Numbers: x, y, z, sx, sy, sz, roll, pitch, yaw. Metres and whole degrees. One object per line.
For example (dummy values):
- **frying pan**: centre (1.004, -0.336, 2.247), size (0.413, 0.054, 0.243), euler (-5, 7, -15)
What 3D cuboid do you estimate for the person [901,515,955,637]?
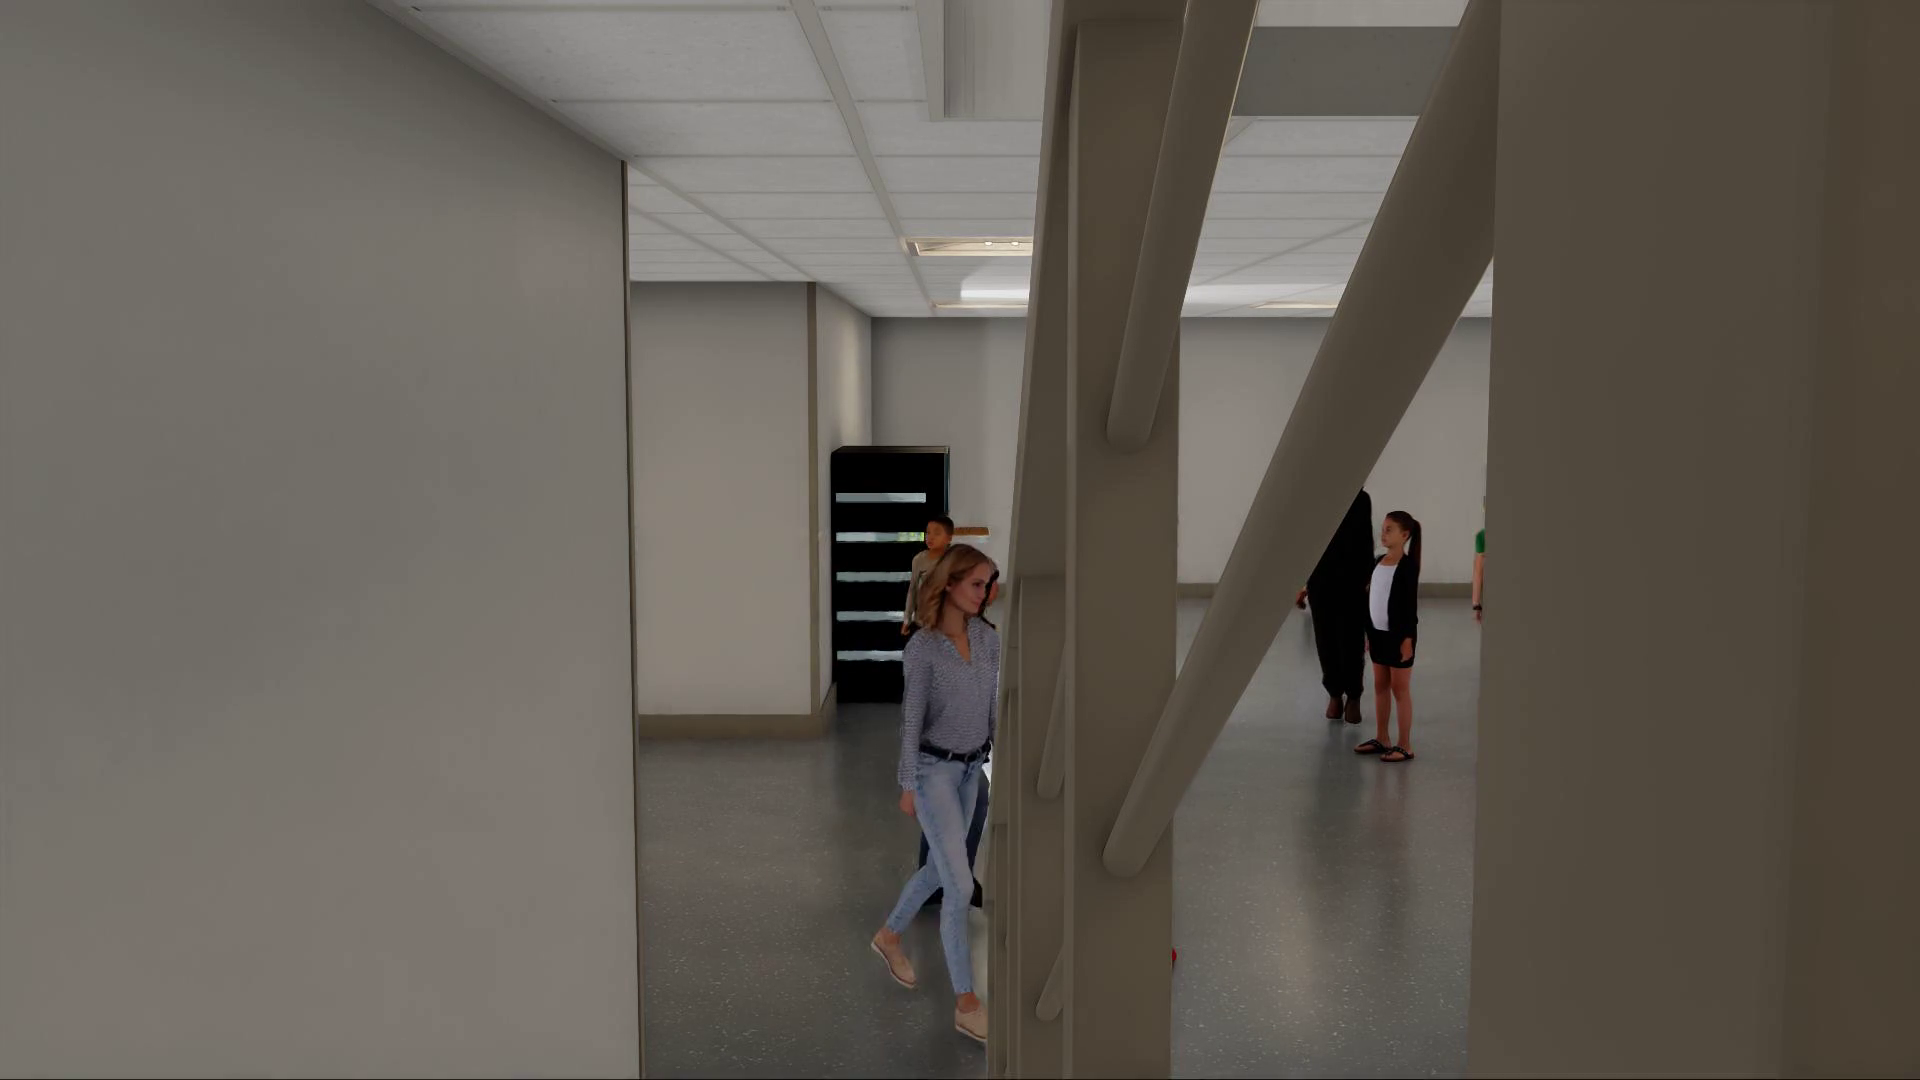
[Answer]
- **person**: centre (-0.131, 0.564, 11.181), size (0.902, 1.446, 1.025), euler (4, 7, 38)

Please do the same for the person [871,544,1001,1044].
- **person**: centre (-0.089, 0.906, 6.216), size (1.079, 1.758, 1.134), euler (-5, 8, -42)

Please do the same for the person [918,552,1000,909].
- **person**: centre (-0.098, 0.859, 7.413), size (0.698, 1.612, 0.578), euler (0, 6, 4)

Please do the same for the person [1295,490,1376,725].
- **person**: centre (2.604, 0.310, 11.530), size (0.826, 1.881, 0.903), euler (2, 6, 16)

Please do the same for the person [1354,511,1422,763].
- **person**: centre (2.718, 0.586, 10.414), size (0.687, 1.555, 0.594), euler (-3, 6, -24)
